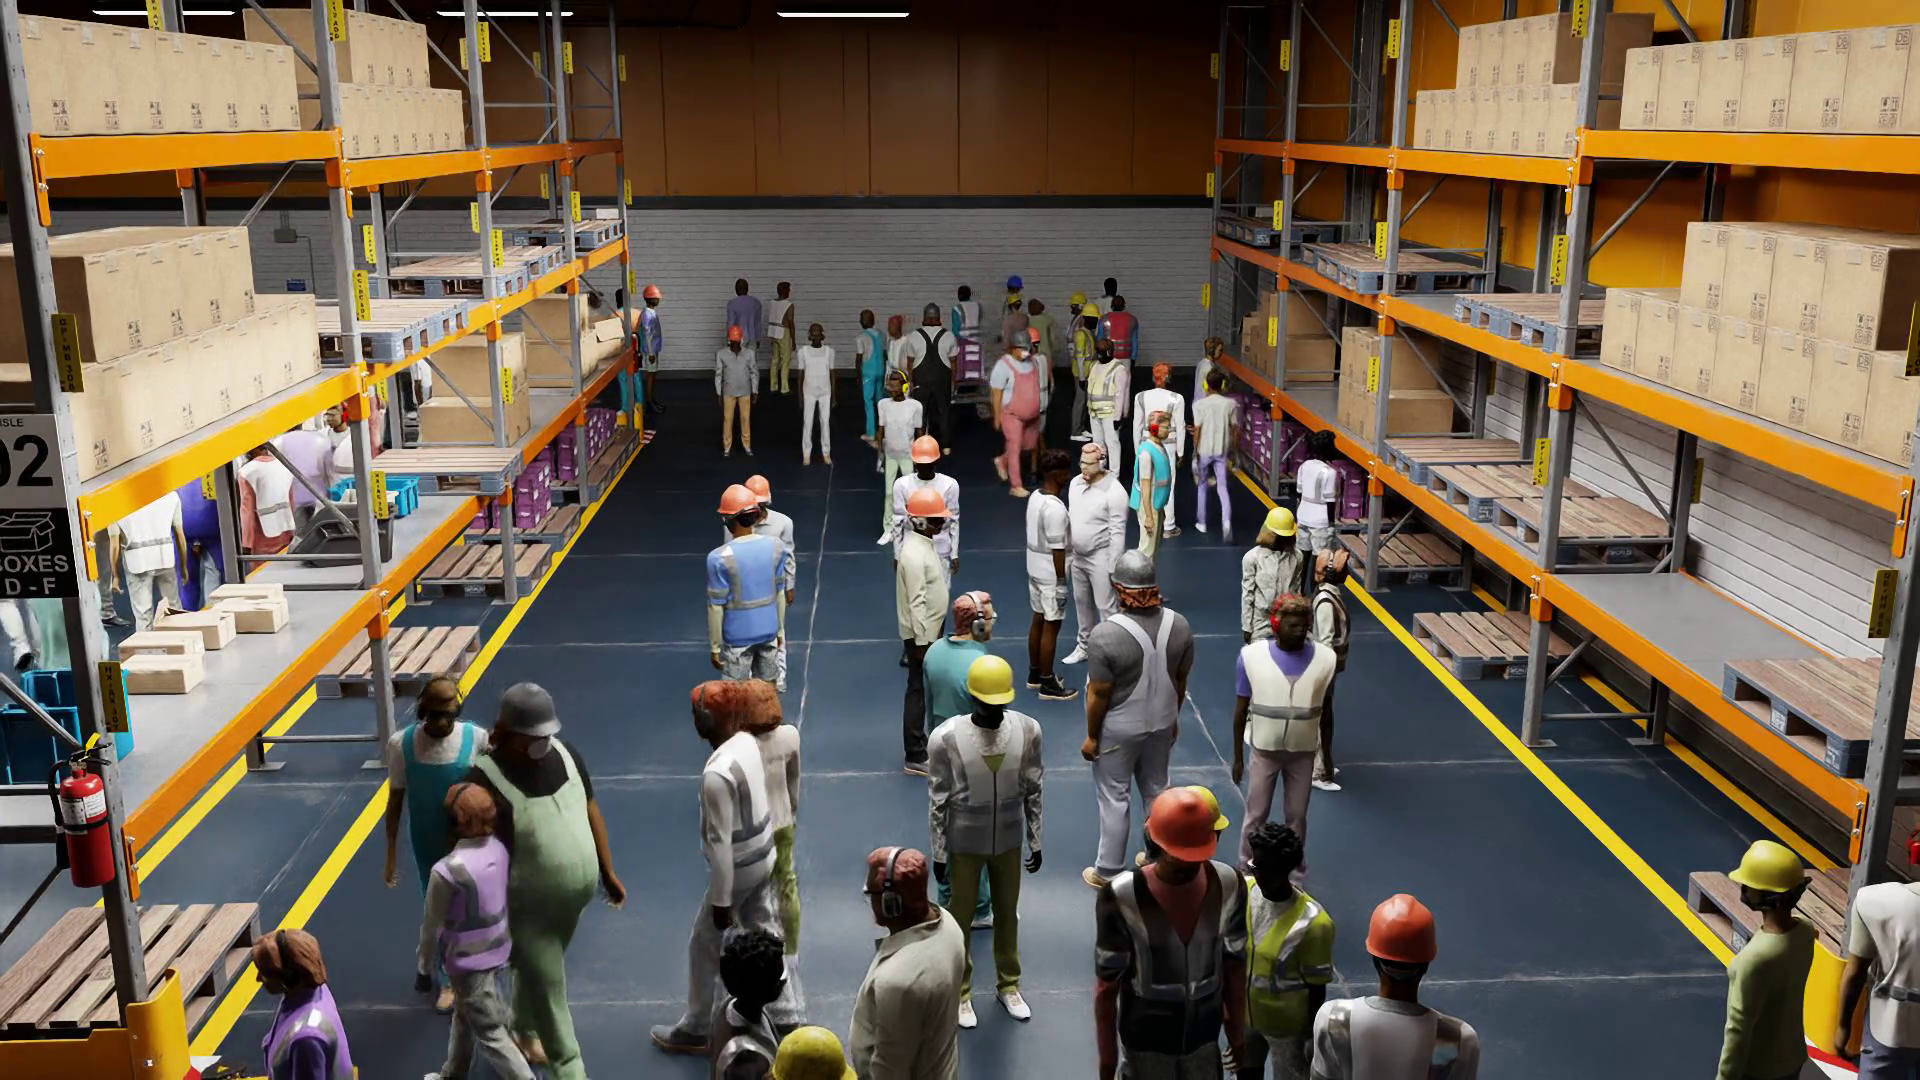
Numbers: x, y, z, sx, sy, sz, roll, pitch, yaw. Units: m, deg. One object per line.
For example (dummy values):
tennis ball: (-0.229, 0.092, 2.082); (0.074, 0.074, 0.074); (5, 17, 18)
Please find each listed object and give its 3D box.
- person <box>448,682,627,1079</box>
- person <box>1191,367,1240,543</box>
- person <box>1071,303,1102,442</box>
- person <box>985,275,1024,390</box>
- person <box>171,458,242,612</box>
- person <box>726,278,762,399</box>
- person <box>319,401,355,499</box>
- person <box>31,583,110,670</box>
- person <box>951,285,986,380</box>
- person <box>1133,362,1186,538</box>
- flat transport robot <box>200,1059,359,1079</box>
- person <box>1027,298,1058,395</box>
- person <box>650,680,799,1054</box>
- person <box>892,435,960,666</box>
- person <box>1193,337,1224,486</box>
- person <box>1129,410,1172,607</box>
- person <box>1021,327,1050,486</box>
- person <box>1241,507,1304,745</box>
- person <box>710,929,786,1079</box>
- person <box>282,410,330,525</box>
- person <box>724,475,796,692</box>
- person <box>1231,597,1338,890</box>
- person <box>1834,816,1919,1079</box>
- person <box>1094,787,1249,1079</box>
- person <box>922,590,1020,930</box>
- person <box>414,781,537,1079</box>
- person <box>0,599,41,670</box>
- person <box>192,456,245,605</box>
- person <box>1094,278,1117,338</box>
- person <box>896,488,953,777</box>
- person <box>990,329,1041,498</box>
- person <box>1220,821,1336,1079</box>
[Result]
person: (-1.893, 1.564, 7.580); (0.915, 2.000, 0.689); (9, 17, 32)
person: (2.723, -0.909, 17.722); (0.553, 1.843, 0.856); (-1, 14, -3)
person: (1.766, -2.331, 23.129); (0.407, 1.917, 0.583); (4, 15, 17)
person: (0.749, -3.407, 27.383); (0.908, 1.900, 0.609); (-3, 15, -11)
person: (-6.499, -0.126, 14.214); (0.688, 2.000, 0.536); (-4, 15, -14)
person: (-3.422, -3.182, 26.435); (0.627, 1.933, 0.367); (-12, 19, -39)
person: (-5.821, -0.437, 15.820); (0.564, 1.847, 0.396); (5, 15, 19)
person: (-5.633, 0.852, 10.608); (0.628, 1.930, 0.382); (10, 17, 33)
person: (0.132, -3.198, 26.747); (0.617, 1.806, 0.926); (-10, 17, -33)
person: (2.136, -0.961, 17.800); (0.572, 1.886, 0.358); (7, 16, 27)
flat transport robot: (-2.965, 2.617, 6.975); (0.652, 0.197, 1.431); (-3, 15, -12)
person: (1.271, -3.048, 26.522); (0.561, 1.606, 0.343); (-4, 15, -16)
person: (-1.152, 1.568, 7.937); (0.814, 1.850, 0.659); (2, 14, 8)
person: (-0.274, 0.095, 13.557); (0.551, 1.932, 0.377); (0, 14, -2)
person: (3.024, -1.564, 20.278); (0.355, 1.836, 0.514); (-1, 14, -4)
person: (1.749, -0.280, 15.204); (0.390, 1.846, 0.564); (4, 15, 17)
person: (0.883, -1.639, 20.384); (0.384, 1.928, 0.543); (8, 16, 28)
person: (2.246, 0.608, 11.943); (0.484, 1.736, 0.305); (-5, 15, -19)
person: (-0.746, 2.173, 5.896); (0.320, 1.694, 0.537); (-2, 14, -9)
person: (-6.937, -0.961, 17.755); (0.594, 1.912, 0.399); (-2, 14, -6)
person: (-1.560, 0.344, 12.963); (0.568, 1.743, 0.350); (-1, 14, -2)
person: (1.829, 1.200, 9.428); (0.599, 1.845, 0.432); (-1, 14, -2)
person: (3.731, 1.947, 6.482); (0.562, 1.838, 0.388); (6, 15, 21)
person: (0.813, 1.885, 6.345); (0.611, 2.032, 0.411); (-3, 15, -13)
person: (0.072, 1.209, 9.237); (0.402, 1.911, 0.638); (-9, 17, -33)
person: (-2.120, 1.842, 7.359); (0.837, 1.598, 0.520); (6, 15, 21)
person: (-7.612, 0.151, 13.436); (0.686, 1.887, 0.428); (-11, 18, -37)
person: (-6.403, -0.094, 14.362); (0.411, 1.906, 0.602); (8, 16, 28)
person: (2.373, -3.246, 26.704); (0.391, 1.920, 0.588); (-11, 18, -36)
person: (-0.241, 0.617, 11.386); (0.387, 1.992, 0.626); (0, 14, 2)
person: (0.636, -1.548, 19.795); (0.738, 2.000, 0.700); (13, 20, 42)
person: (1.275, 1.939, 6.814); (0.318, 1.691, 0.537); (-12, 19, -40)
